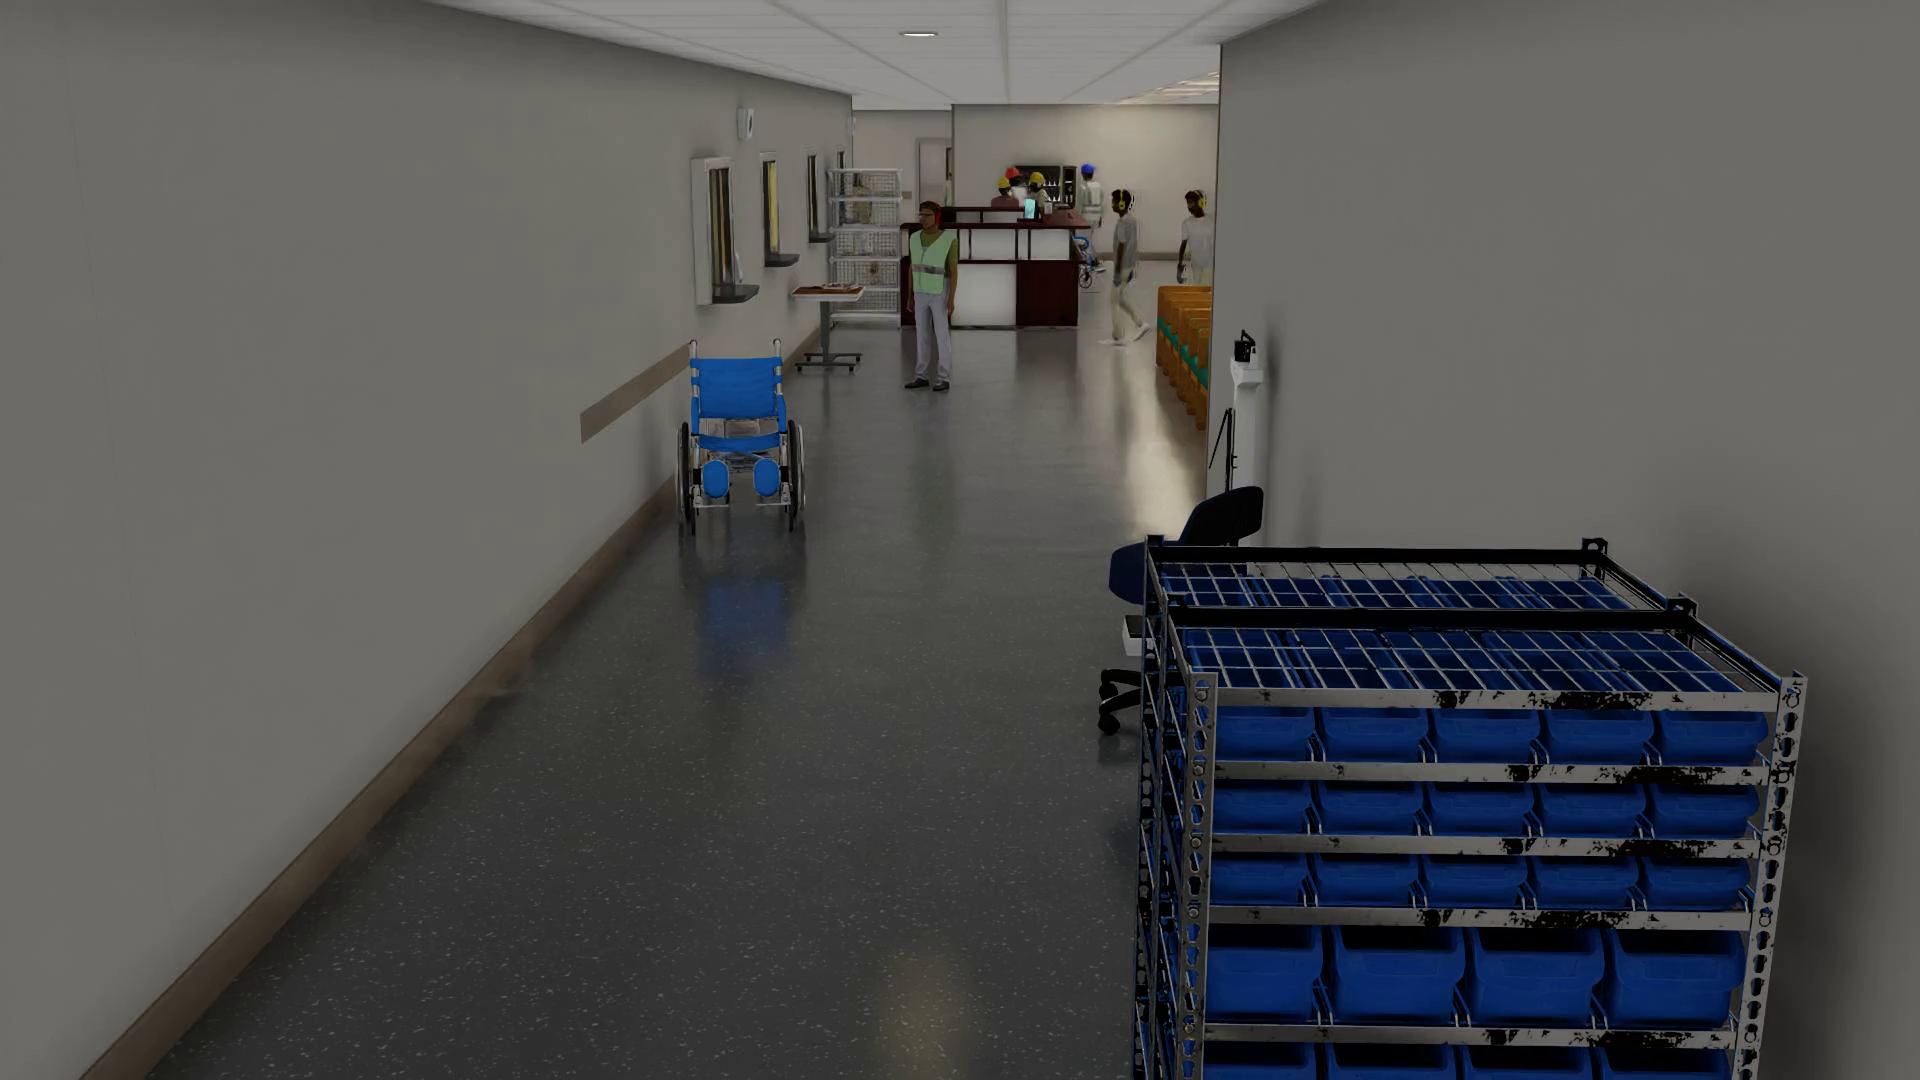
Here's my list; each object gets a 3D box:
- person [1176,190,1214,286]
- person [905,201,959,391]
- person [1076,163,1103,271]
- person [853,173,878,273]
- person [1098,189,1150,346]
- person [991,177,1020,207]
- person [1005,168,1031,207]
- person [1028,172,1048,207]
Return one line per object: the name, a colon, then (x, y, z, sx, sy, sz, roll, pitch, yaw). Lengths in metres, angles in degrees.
person: (2.877, -3.237, 19.798, 0.533, 1.825, 0.703, 11, 17, 37)
person: (-0.268, -2.397, 16.356, 0.563, 1.847, 0.389, 9, 17, 33)
person: (2.319, -5.841, 30.148, 0.447, 1.931, 0.641, 13, 19, 42)
person: (-1.821, -5.663, 29.695, 0.627, 1.820, 0.851, -10, 17, -34)
person: (1.944, -3.210, 19.662, 0.494, 1.846, 0.560, 6, 15, 23)
person: (0.740, -5.139, 27.678, 0.522, 1.758, 0.349, 6, 15, 21)
person: (0.864, -5.398, 28.465, 0.542, 1.888, 0.929, -13, 19, -41)
person: (1.322, -5.363, 28.455, 0.403, 1.827, 0.591, -1, 14, -4)
